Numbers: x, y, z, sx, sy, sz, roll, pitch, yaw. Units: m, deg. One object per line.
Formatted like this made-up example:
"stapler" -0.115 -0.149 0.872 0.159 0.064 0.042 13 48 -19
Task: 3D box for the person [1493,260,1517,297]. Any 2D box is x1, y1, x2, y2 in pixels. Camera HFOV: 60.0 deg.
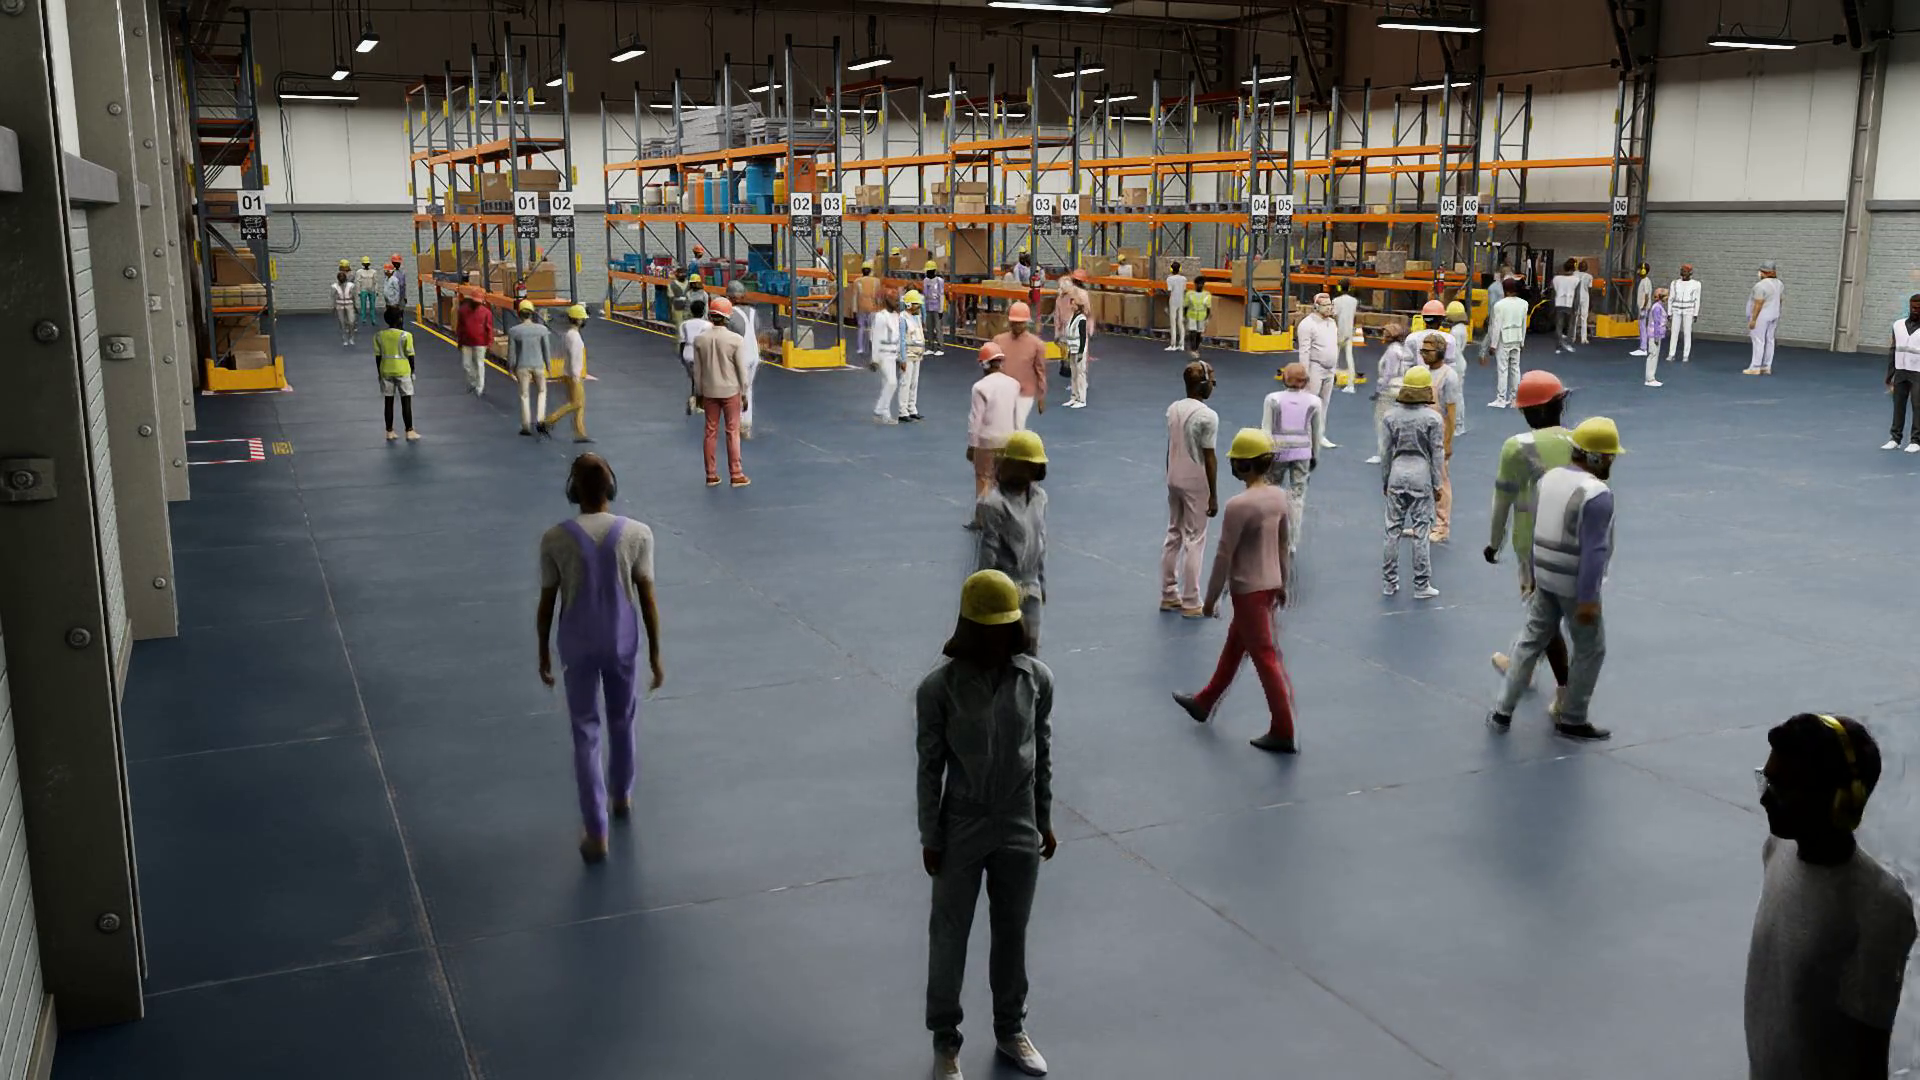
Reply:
"person" 12.172 -5.357 37.273 0.567 1.834 0.469 0 11 0

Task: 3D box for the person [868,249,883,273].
"person" -2.306 -7.312 47.134 0.678 1.876 0.665 -1 11 -3

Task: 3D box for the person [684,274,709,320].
"person" -4.932 -4.097 31.110 0.487 1.744 0.294 4 12 18

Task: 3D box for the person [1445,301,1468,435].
"person" 6.418 -2.228 21.619 0.323 1.741 0.492 5 12 23

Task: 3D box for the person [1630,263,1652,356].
"person" 13.827 -4.669 33.707 0.312 1.864 0.532 4 12 18

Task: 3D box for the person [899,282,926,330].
"person" -0.906 -4.123 31.627 0.506 1.593 0.884 -2 11 -8

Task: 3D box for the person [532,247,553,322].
"person" -11.147 -6.763 44.066 0.632 1.981 1.098 -8 14 -35

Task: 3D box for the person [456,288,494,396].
"person" -7.649 -3.131 26.289 0.604 1.705 0.604 0 11 2

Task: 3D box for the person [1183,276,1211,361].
"person" 4.635 -4.351 32.626 0.535 1.656 0.815 -1 11 -3

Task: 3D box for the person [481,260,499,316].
"person" -13.007 -7.074 45.681 0.794 1.969 0.618 11 15 43

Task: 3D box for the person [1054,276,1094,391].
"person" 1.811 -3.338 26.994 0.631 1.858 0.734 -8 14 -36

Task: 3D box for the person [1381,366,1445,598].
"person" 3.400 -0.436 12.502 0.485 1.745 0.296 8 14 36

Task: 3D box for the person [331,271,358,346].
"person" -13.312 -4.992 35.960 0.547 1.611 0.718 -4 12 -19

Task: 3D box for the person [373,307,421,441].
"person" -7.138 -2.097 21.060 0.534 1.698 0.322 2 11 8

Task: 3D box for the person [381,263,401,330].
"person" -12.882 -5.391 37.660 0.330 1.751 0.564 -10 15 -41

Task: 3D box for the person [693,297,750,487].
"person" -2.504 -1.551 17.528 0.615 1.994 0.381 3 12 15

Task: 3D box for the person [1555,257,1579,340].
"person" 13.883 -5.490 37.868 0.315 1.870 0.533 -6 13 -28

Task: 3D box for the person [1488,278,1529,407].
"person" 8.148 -2.923 24.713 0.587 1.913 0.391 -4 12 -21

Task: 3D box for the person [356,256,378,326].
"person" -15.154 -6.361 42.561 0.529 1.768 0.312 -8 14 -36

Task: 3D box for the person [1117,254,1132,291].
"person" 4.617 -7.130 46.570 0.570 1.725 0.549 -11 15 -43

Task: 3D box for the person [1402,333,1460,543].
"person" 4.159 -0.896 14.615 0.338 1.837 0.509 -4 12 -22

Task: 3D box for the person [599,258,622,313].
"person" -9.993 -7.296 47.783 0.861 1.585 0.513 -1 11 -5

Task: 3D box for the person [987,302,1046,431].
"person" 0.635 -1.579 17.795 0.620 1.956 0.967 5 12 25

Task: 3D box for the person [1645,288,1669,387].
"person" 11.627 -3.381 27.764 0.312 1.632 0.516 6 12 26

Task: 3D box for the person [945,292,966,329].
"person" -0.100 -5.989 40.325 0.638 1.902 0.407 -10 15 -41

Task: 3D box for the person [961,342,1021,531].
"person" 0.296 -0.915 14.949 0.588 1.733 0.593 11 15 44

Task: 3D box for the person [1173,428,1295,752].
"person" 1.502 0.252 9.039 0.877 1.717 0.547 9 14 39

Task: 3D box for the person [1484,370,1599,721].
"person" 3.380 0.016 9.645 0.601 1.985 1.043 -3 12 -16

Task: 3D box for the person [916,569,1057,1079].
"person" 0.097 0.948 5.471 0.493 1.743 0.295 -5 12 -23

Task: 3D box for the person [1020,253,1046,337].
"person" 1.524 -5.312 36.528 0.536 2.000 0.676 9 14 39

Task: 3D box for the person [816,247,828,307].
"person" -4.066 -7.599 48.551 0.337 1.882 0.585 8 14 35

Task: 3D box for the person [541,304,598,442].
"person" -4.898 -2.066 20.771 0.597 1.747 0.536 -2 11 -10

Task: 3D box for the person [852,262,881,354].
"person" -1.912 -4.755 34.110 0.617 1.879 0.574 -2 11 -11

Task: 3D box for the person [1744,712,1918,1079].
"person" 1.858 1.263 3.683 0.973 1.819 0.542 -1 11 -6

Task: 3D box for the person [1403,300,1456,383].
"person" 5.110 -1.639 18.134 0.552 1.934 0.375 5 12 23

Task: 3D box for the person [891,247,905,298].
"person" -1.770 -7.171 46.262 0.591 1.926 0.386 4 12 21
